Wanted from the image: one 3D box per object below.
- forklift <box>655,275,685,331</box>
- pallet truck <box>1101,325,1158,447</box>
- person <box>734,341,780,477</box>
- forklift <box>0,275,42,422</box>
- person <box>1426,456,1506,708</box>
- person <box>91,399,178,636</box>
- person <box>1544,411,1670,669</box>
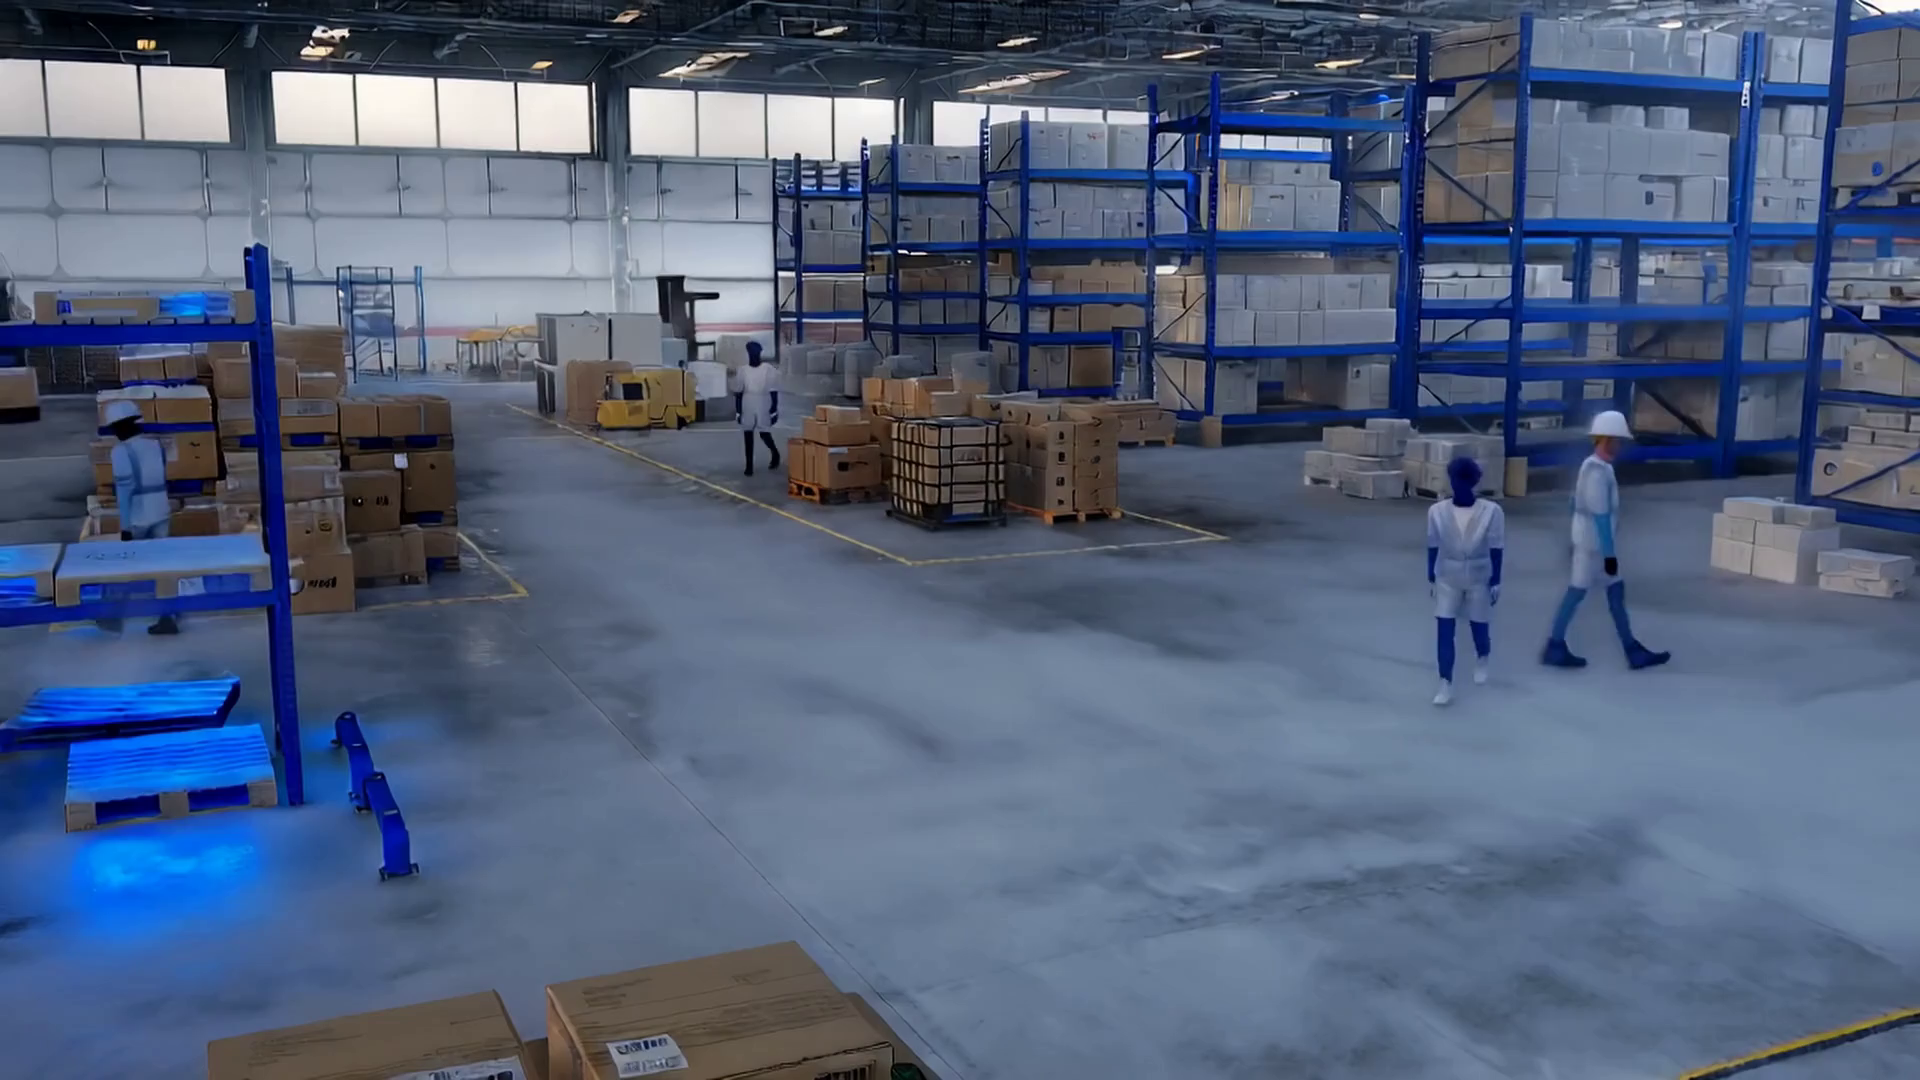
[{"bbox_3d":[-6.677,-4.734,38.455,1.873,2.768,1.129,2,9,14],"label":"forklift"},{"bbox_3d":[2.881,-2.596,27.923,0.823,1.965,1.885,-1,9,-7],"label":"pallet truck"},{"bbox_3d":[-2.868,-1.880,23.675,0.644,1.937,0.711,2,9,12],"label":"person"},{"bbox_3d":[-18.661,-3.656,31.771,1.873,2.768,1.129,6,11,32],"label":"forklift"},{"bbox_3d":[3.411,0.256,11.210,0.530,1.676,0.686,5,10,28],"label":"person"},{"bbox_3d":[-6.627,-0.187,13.315,0.921,1.879,0.542,4,10,22],"label":"person"},{"bbox_3d":[4.703,0.025,11.968,0.938,1.892,0.564,4,10,24],"label":"person"}]
